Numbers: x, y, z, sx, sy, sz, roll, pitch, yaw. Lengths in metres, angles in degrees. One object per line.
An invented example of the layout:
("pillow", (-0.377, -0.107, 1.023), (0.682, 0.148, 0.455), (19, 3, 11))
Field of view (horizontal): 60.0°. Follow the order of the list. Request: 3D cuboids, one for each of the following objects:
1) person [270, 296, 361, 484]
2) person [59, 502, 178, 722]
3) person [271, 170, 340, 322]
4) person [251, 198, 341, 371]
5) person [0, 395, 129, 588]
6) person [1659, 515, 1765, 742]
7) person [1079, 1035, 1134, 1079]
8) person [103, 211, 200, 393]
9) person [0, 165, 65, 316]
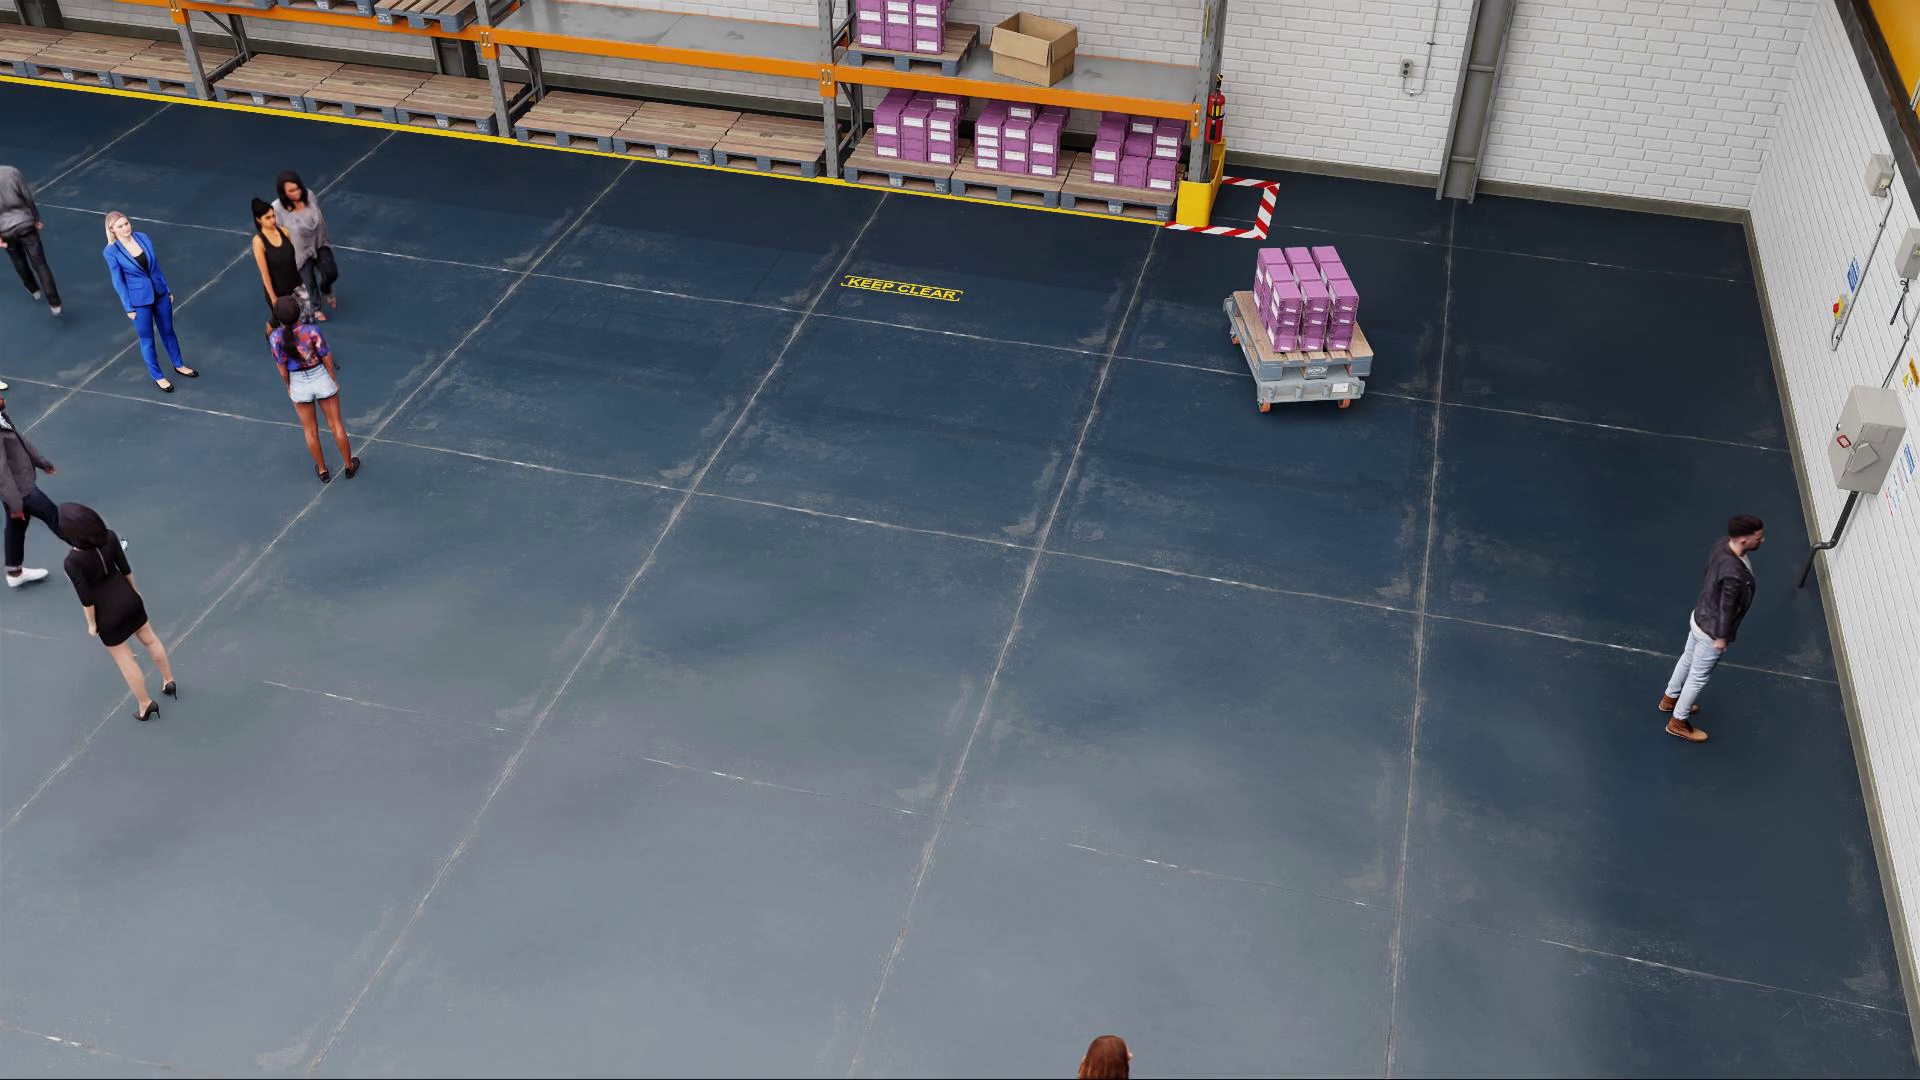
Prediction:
("person", (-5.296, -1.243, 13.590), (0.629, 1.743, 0.729), (-12, 40, -14))
("person", (-5.763, 0.490, 11.370), (0.540, 1.806, 0.620), (15, 41, 18))
("person", (-6.204, -2.823, 15.701), (0.811, 1.578, 0.870), (-31, 48, -33))
("person", (-6.167, -2.301, 15.011), (1.163, 1.624, 0.795), (20, 43, 23))
("person", (-7.167, -0.369, 12.475), (1.215, 1.769, 1.176), (-22, 43, -25))
("person", (5.085, 0.566, 11.250), (0.577, 1.837, 0.674), (6, 39, 7))
("person", (0.684, 3.014, 8.286), (0.669, 1.711, 0.642), (-11, 40, -13))
("person", (-7.222, -2.137, 14.744), (0.630, 1.701, 0.671), (19, 42, 22))
("person", (-8.870, -2.909, 15.684), (1.079, 1.734, 1.217), (-25, 45, -28))
